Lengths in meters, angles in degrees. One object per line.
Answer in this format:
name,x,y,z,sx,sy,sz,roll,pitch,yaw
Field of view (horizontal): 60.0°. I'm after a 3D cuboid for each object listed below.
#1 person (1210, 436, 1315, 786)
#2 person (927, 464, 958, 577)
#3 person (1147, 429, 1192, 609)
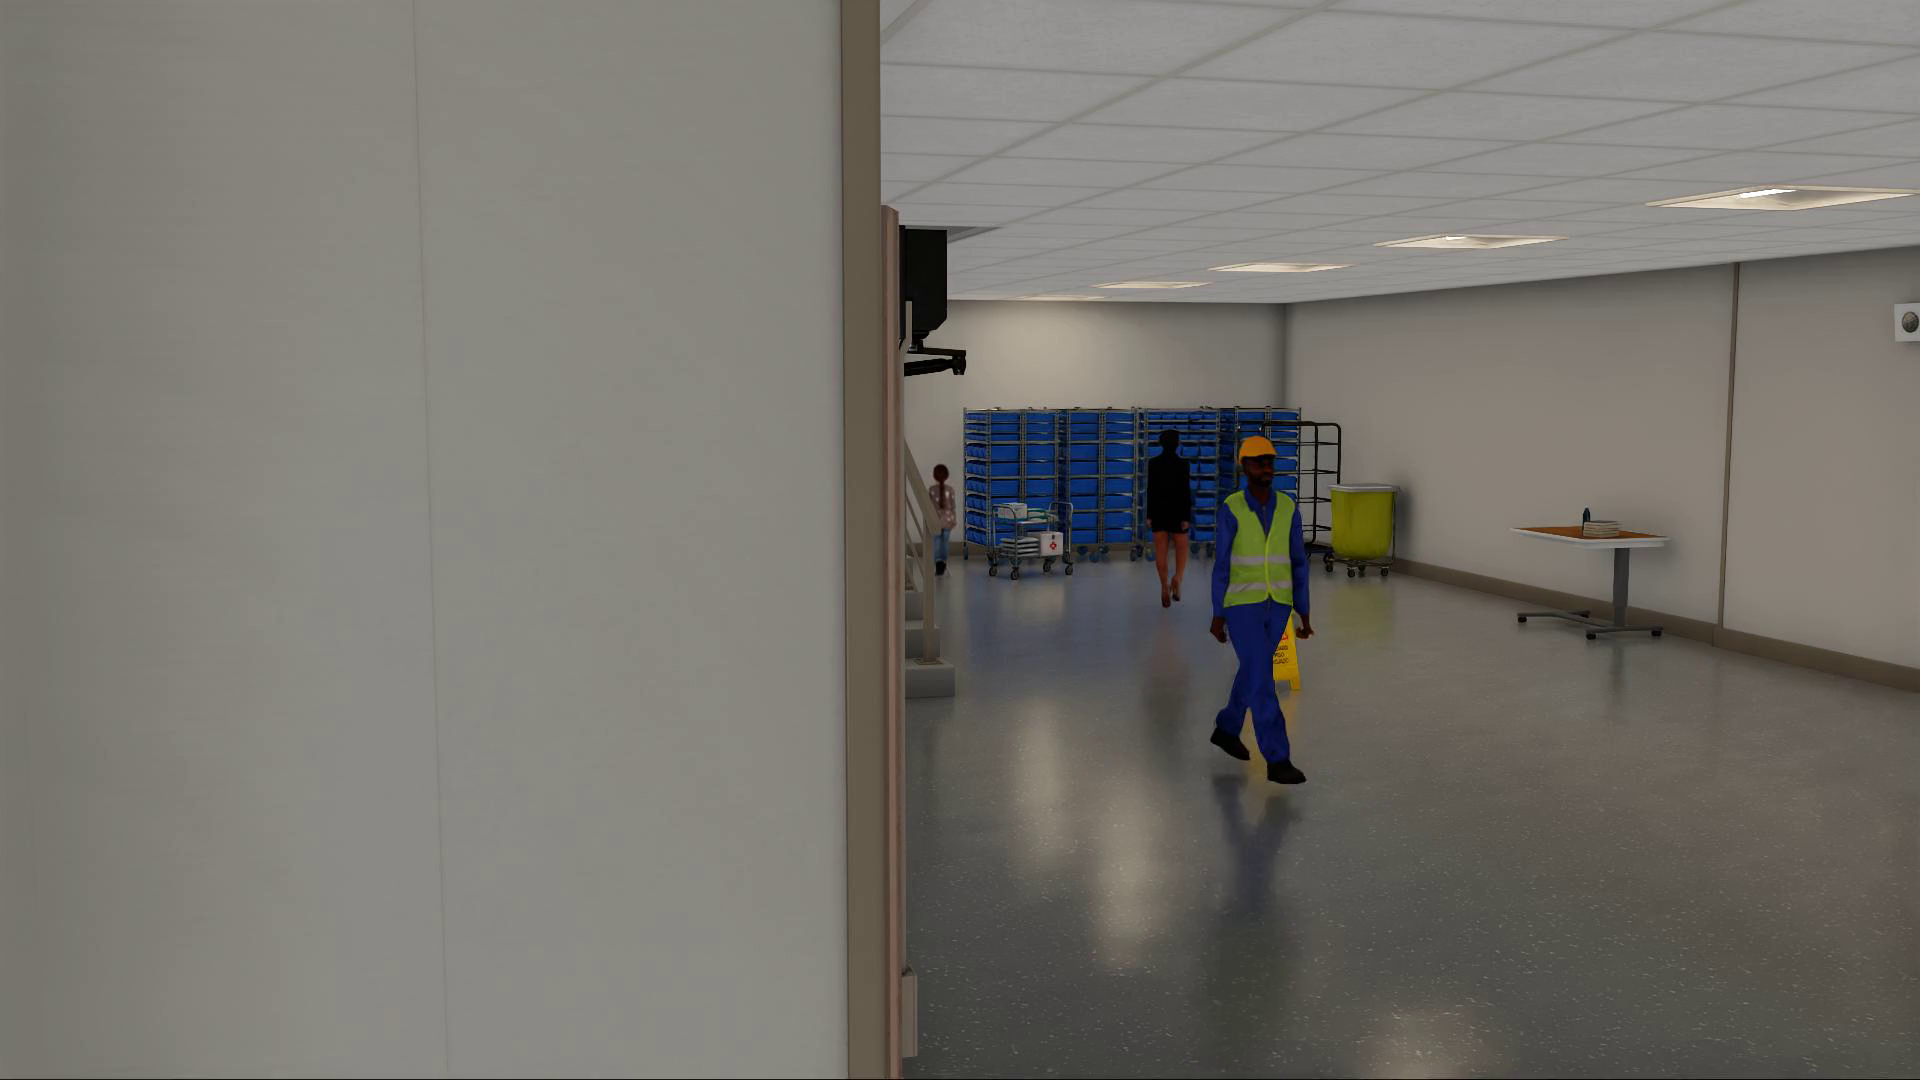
person,1.552,0.368,8.858,0.771,1.771,1.222,-2,6,-21
person,-0.208,-0.184,17.342,0.581,1.172,0.841,0,6,-4
person,1.877,-0.177,14.999,0.697,1.628,0.756,1,6,14
